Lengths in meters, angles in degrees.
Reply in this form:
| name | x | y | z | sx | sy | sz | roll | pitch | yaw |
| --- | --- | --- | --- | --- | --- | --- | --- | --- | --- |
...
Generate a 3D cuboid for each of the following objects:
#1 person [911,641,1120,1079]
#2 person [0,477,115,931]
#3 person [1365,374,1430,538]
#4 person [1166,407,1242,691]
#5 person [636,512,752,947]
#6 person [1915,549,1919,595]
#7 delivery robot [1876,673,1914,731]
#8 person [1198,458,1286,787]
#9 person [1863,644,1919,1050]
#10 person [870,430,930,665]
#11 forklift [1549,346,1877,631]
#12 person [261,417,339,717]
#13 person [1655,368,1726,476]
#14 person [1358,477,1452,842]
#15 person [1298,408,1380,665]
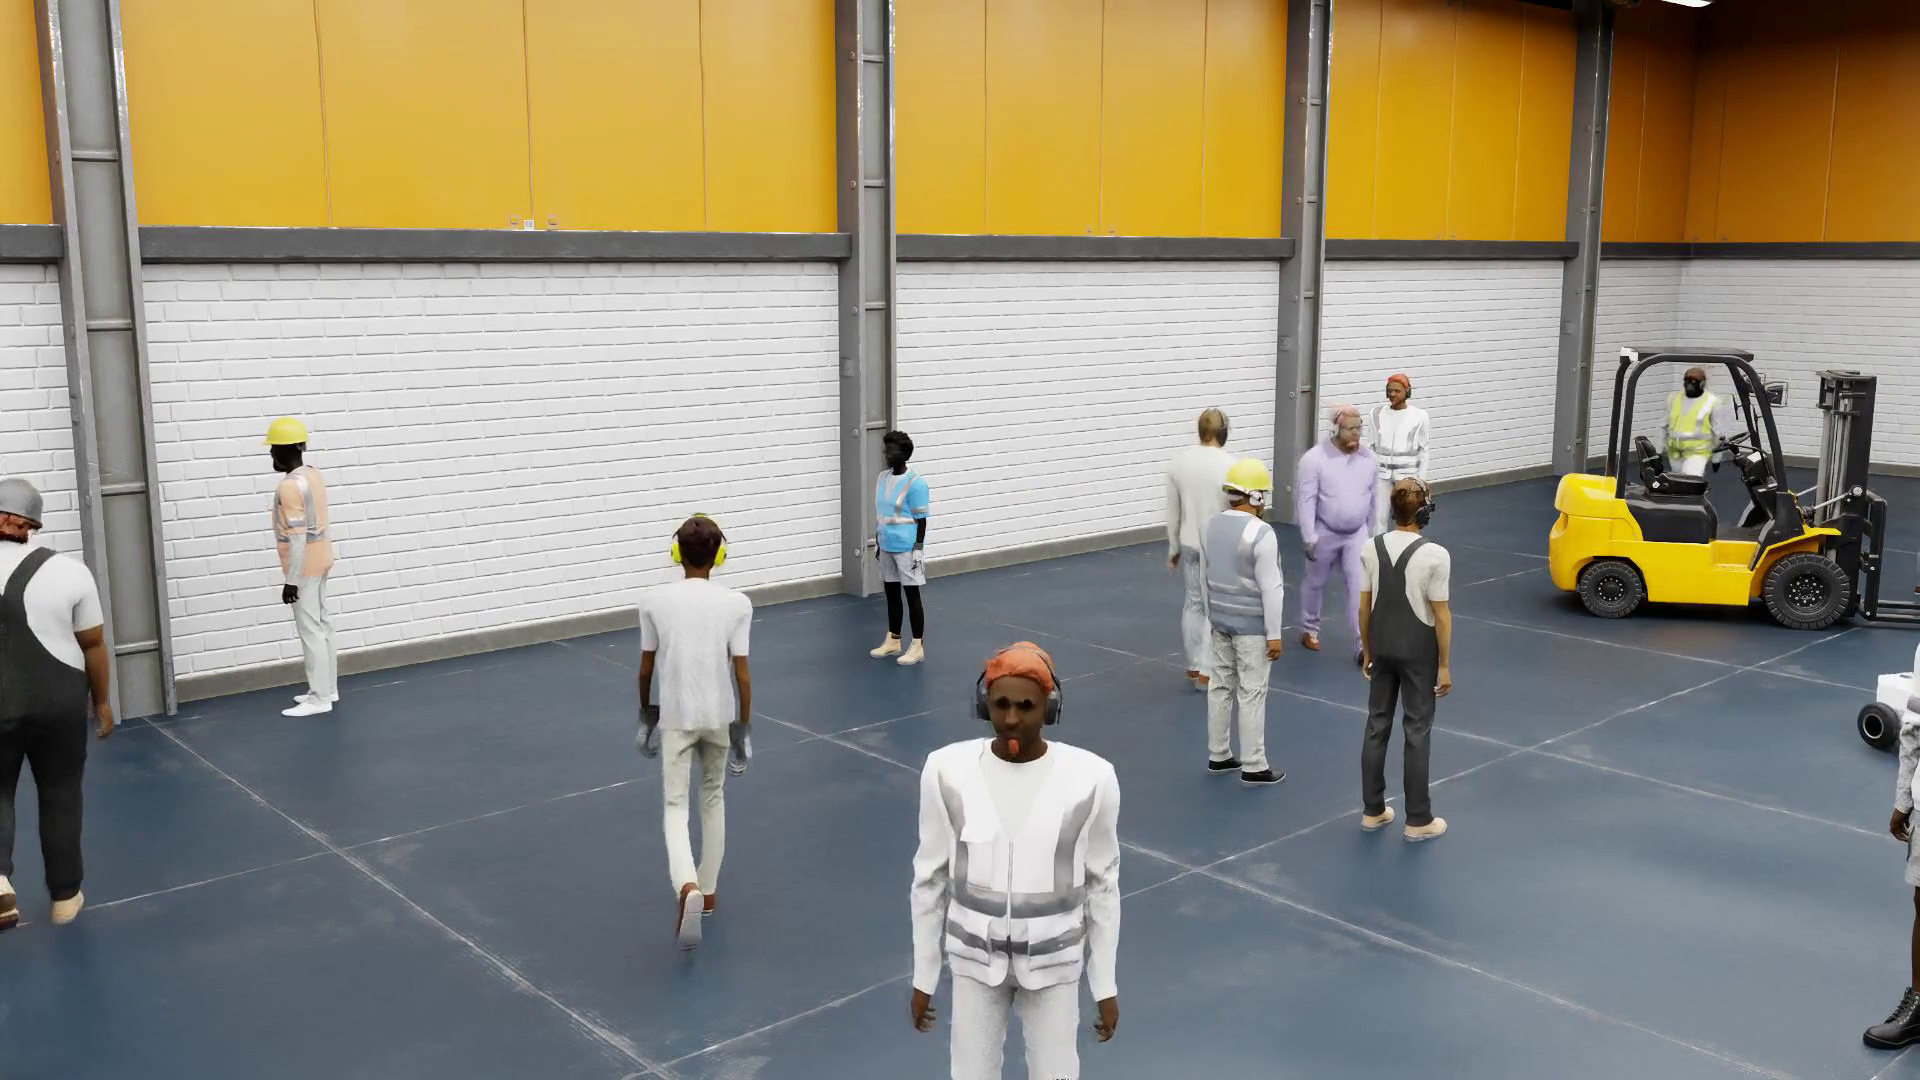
| name | x | y | z | sx | sy | sz | roll | pitch | yaw |
| --- | --- | --- | --- | --- | --- | --- | --- | --- | --- |
| person | 0.153 | 1.214 | 4.720 | 0.605 | 1.877 | 0.356 | 2 | 10 | 10 |
| person | -4.083 | 0.706 | 7.204 | 0.723 | 2.000 | 0.660 | -4 | 11 | -23 |
| person | 3.957 | -0.569 | 15.125 | 0.608 | 1.879 | 0.388 | 5 | 11 | 28 |
| person | 1.703 | 0.053 | 11.367 | 0.639 | 1.942 | 0.405 | 9 | 13 | 43 |
| person | -1.144 | 0.812 | 7.198 | 0.518 | 1.837 | 0.780 | -2 | 10 | -13 |
| person | 8.413 | -0.295 | 14.256 | 0.285 | 1.633 | 0.497 | 4 | 10 | 21 |
| delivery robot | 5.765 | 0.965 | 9.761 | 0.477 | 0.478 | 0.707 | -3 | 10 | -17 |
| person | 1.592 | 0.455 | 9.286 | 0.404 | 1.833 | 0.589 | -6 | 12 | -33 |
| person | 3.597 | 0.971 | 5.960 | 0.364 | 1.934 | 0.552 | -5 | 11 | -25 |
| person | -0.441 | 0.052 | 12.041 | 0.315 | 1.696 | 0.541 | -8 | 13 | -40 |
| forklift | 6.109 | -0.478 | 13.691 | 2.313 | 2.155 | 1.214 | 3 | 10 | 16 |
| person | -4.229 | 0.171 | 10.668 | 0.388 | 1.927 | 0.589 | -1 | 10 | -6 |
| person | 7.558 | -0.891 | 17.301 | 0.983 | 1.787 | 0.623 | -6 | 12 | -33 |
| person | 2.248 | 0.598 | 8.411 | 0.506 | 1.846 | 0.346 | 9 | 13 | 42 |
| person | 2.763 | -0.034 | 12.117 | 0.656 | 1.847 | 1.036 | -1 | 10 | -8 |
